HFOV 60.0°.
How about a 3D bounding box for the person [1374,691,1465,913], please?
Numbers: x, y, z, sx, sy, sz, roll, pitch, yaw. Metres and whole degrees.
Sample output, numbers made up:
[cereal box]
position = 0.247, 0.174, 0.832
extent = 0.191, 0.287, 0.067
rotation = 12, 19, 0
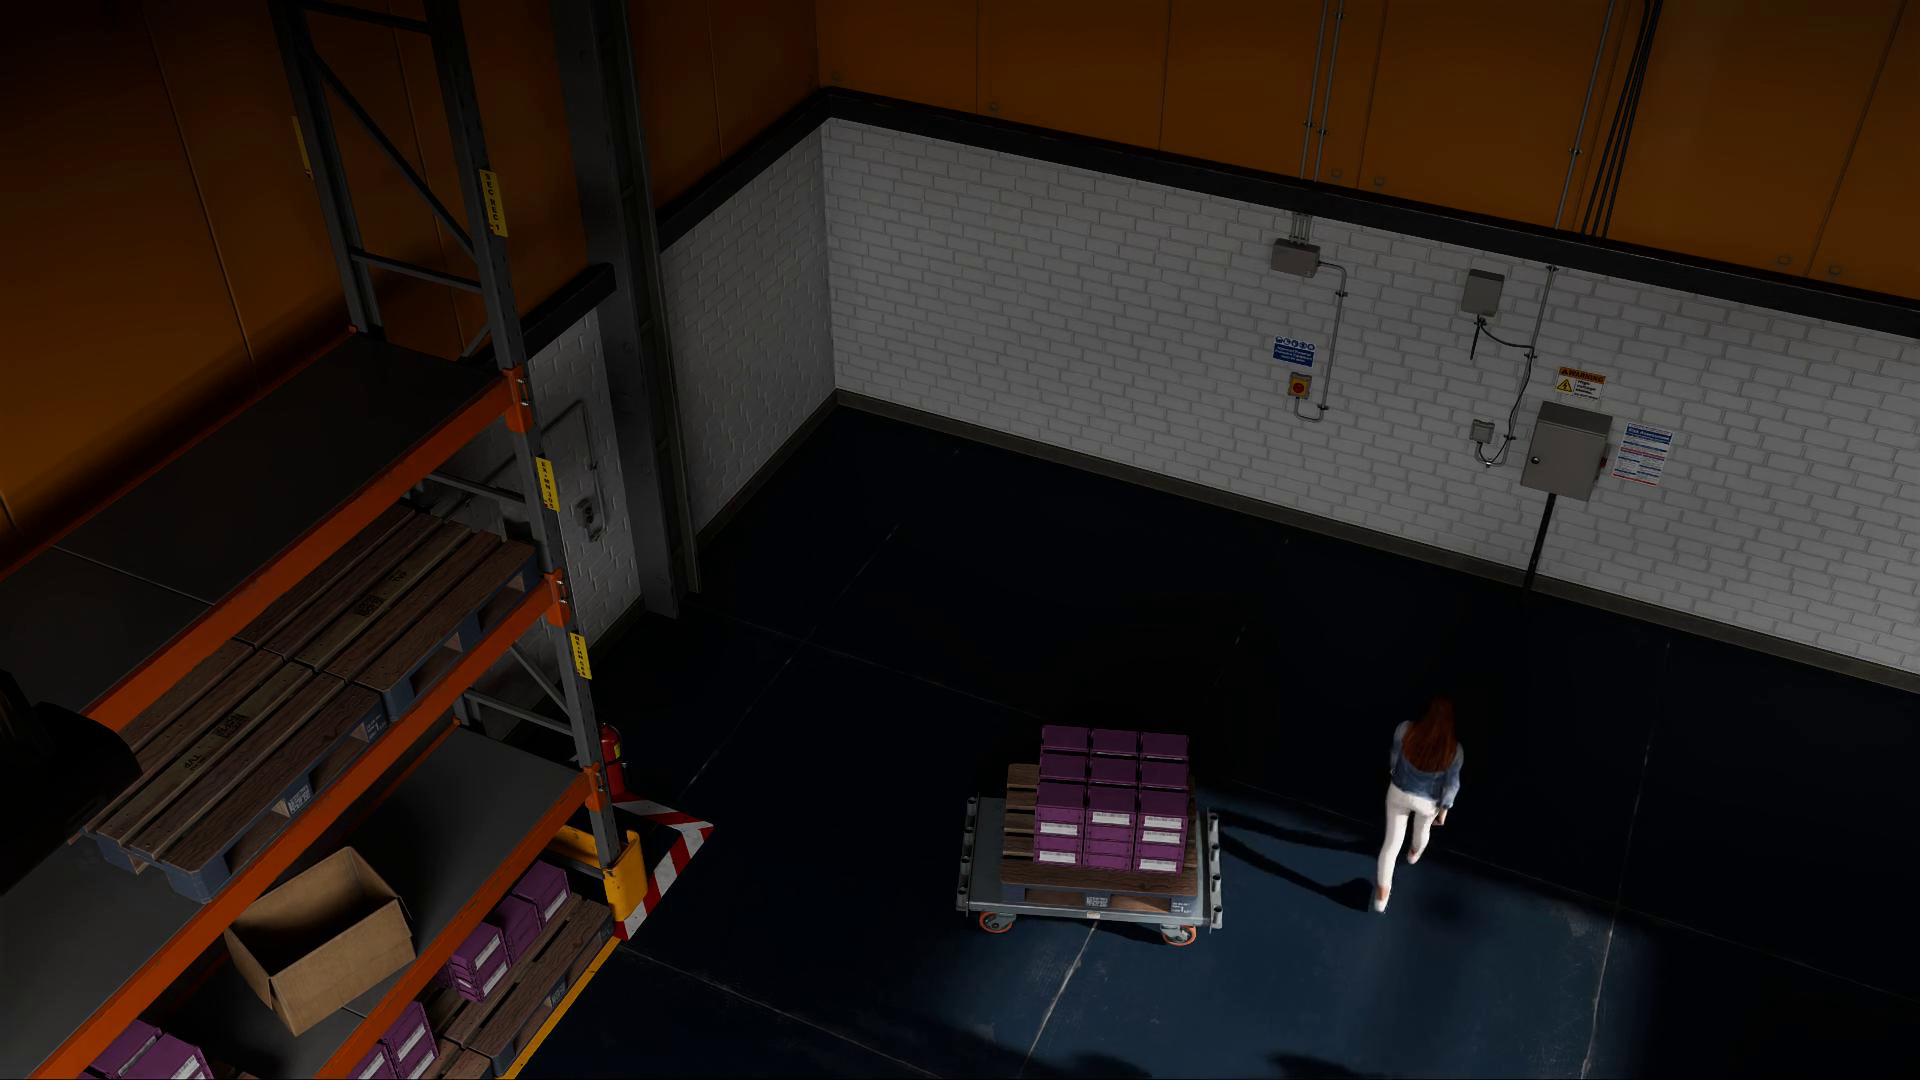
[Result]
[person]
position = 2.788, 1.643, 10.295
extent = 0.626, 1.672, 0.966
rotation = 17, 42, 21
